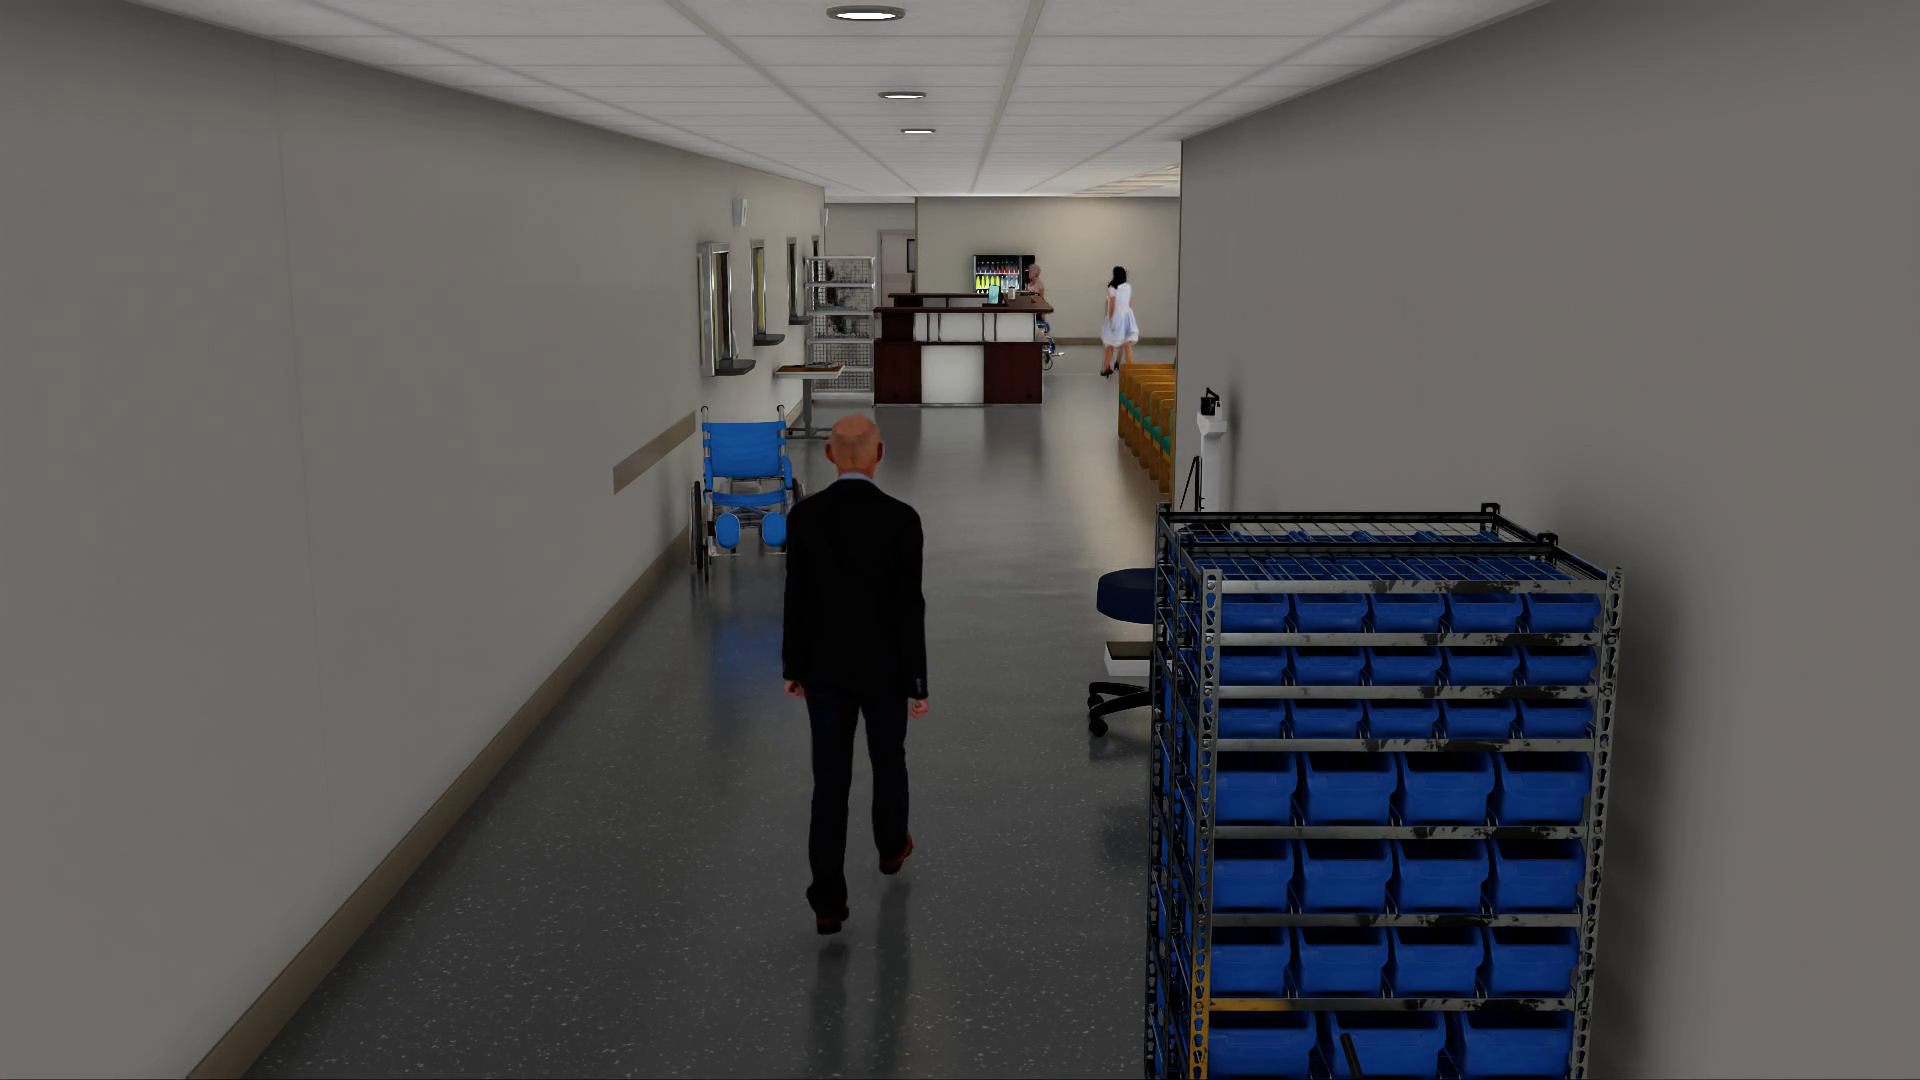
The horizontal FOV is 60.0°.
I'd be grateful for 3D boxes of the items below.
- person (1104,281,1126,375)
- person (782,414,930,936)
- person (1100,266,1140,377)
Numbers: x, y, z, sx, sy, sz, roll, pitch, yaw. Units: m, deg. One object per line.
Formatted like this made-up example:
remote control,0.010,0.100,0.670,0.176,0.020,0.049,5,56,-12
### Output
person,2.482,-3.504,27.391,0.703,1.538,0.771,-8,13,-35
person,-0.389,0.496,5.747,1.149,1.749,0.853,1,11,8
person,2.502,-3.243,25.401,1.159,1.767,0.970,-3,11,-18
